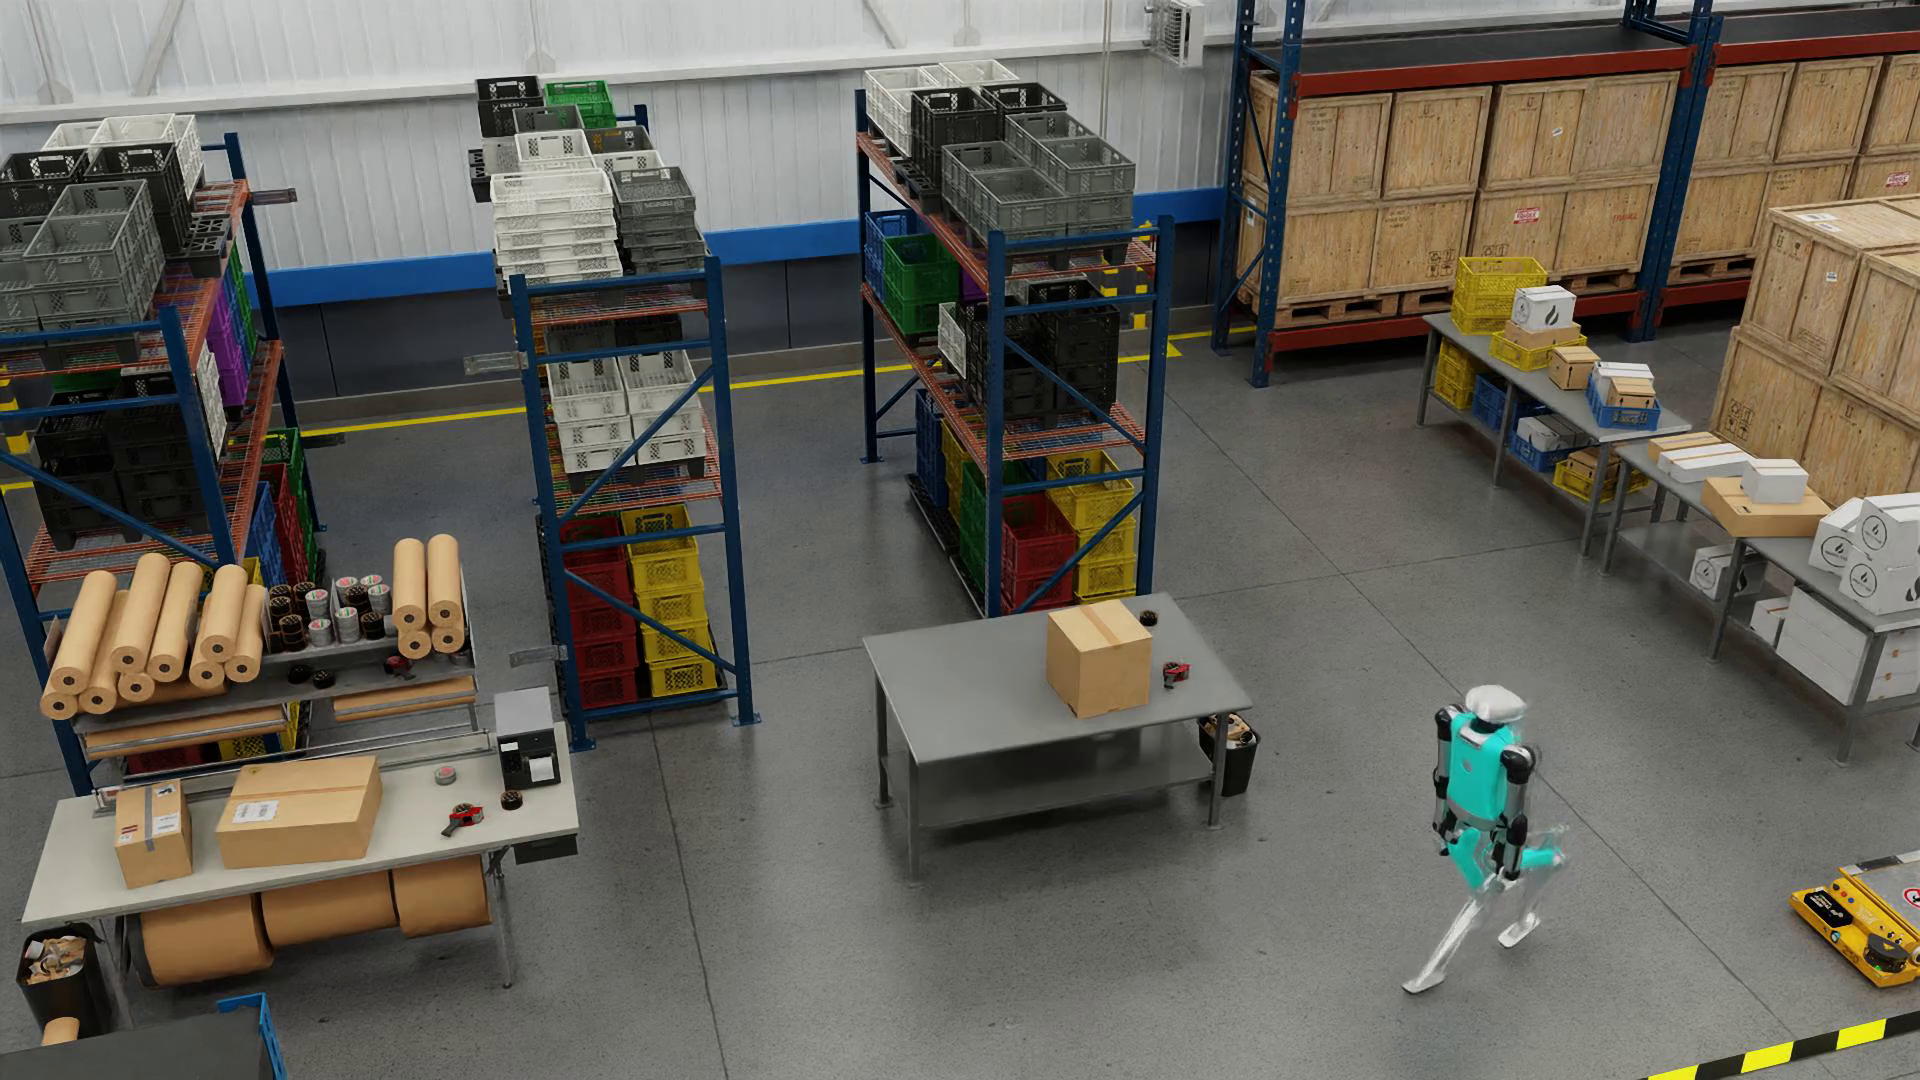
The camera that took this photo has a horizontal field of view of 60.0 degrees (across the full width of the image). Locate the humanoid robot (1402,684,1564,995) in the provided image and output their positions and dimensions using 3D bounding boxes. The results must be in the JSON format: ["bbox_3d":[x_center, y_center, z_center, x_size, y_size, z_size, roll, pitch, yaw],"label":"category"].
[{"bbox_3d":[2.659,1.414,8.125,1.058,1.766,0.544,-17,33,-28],"label":"humanoid robot"}]

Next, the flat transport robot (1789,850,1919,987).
[{"bbox_3d":[5.163,1.916,8.676,1.431,0.231,0.659,-8,30,-14],"label":"flat transport robot"}]
